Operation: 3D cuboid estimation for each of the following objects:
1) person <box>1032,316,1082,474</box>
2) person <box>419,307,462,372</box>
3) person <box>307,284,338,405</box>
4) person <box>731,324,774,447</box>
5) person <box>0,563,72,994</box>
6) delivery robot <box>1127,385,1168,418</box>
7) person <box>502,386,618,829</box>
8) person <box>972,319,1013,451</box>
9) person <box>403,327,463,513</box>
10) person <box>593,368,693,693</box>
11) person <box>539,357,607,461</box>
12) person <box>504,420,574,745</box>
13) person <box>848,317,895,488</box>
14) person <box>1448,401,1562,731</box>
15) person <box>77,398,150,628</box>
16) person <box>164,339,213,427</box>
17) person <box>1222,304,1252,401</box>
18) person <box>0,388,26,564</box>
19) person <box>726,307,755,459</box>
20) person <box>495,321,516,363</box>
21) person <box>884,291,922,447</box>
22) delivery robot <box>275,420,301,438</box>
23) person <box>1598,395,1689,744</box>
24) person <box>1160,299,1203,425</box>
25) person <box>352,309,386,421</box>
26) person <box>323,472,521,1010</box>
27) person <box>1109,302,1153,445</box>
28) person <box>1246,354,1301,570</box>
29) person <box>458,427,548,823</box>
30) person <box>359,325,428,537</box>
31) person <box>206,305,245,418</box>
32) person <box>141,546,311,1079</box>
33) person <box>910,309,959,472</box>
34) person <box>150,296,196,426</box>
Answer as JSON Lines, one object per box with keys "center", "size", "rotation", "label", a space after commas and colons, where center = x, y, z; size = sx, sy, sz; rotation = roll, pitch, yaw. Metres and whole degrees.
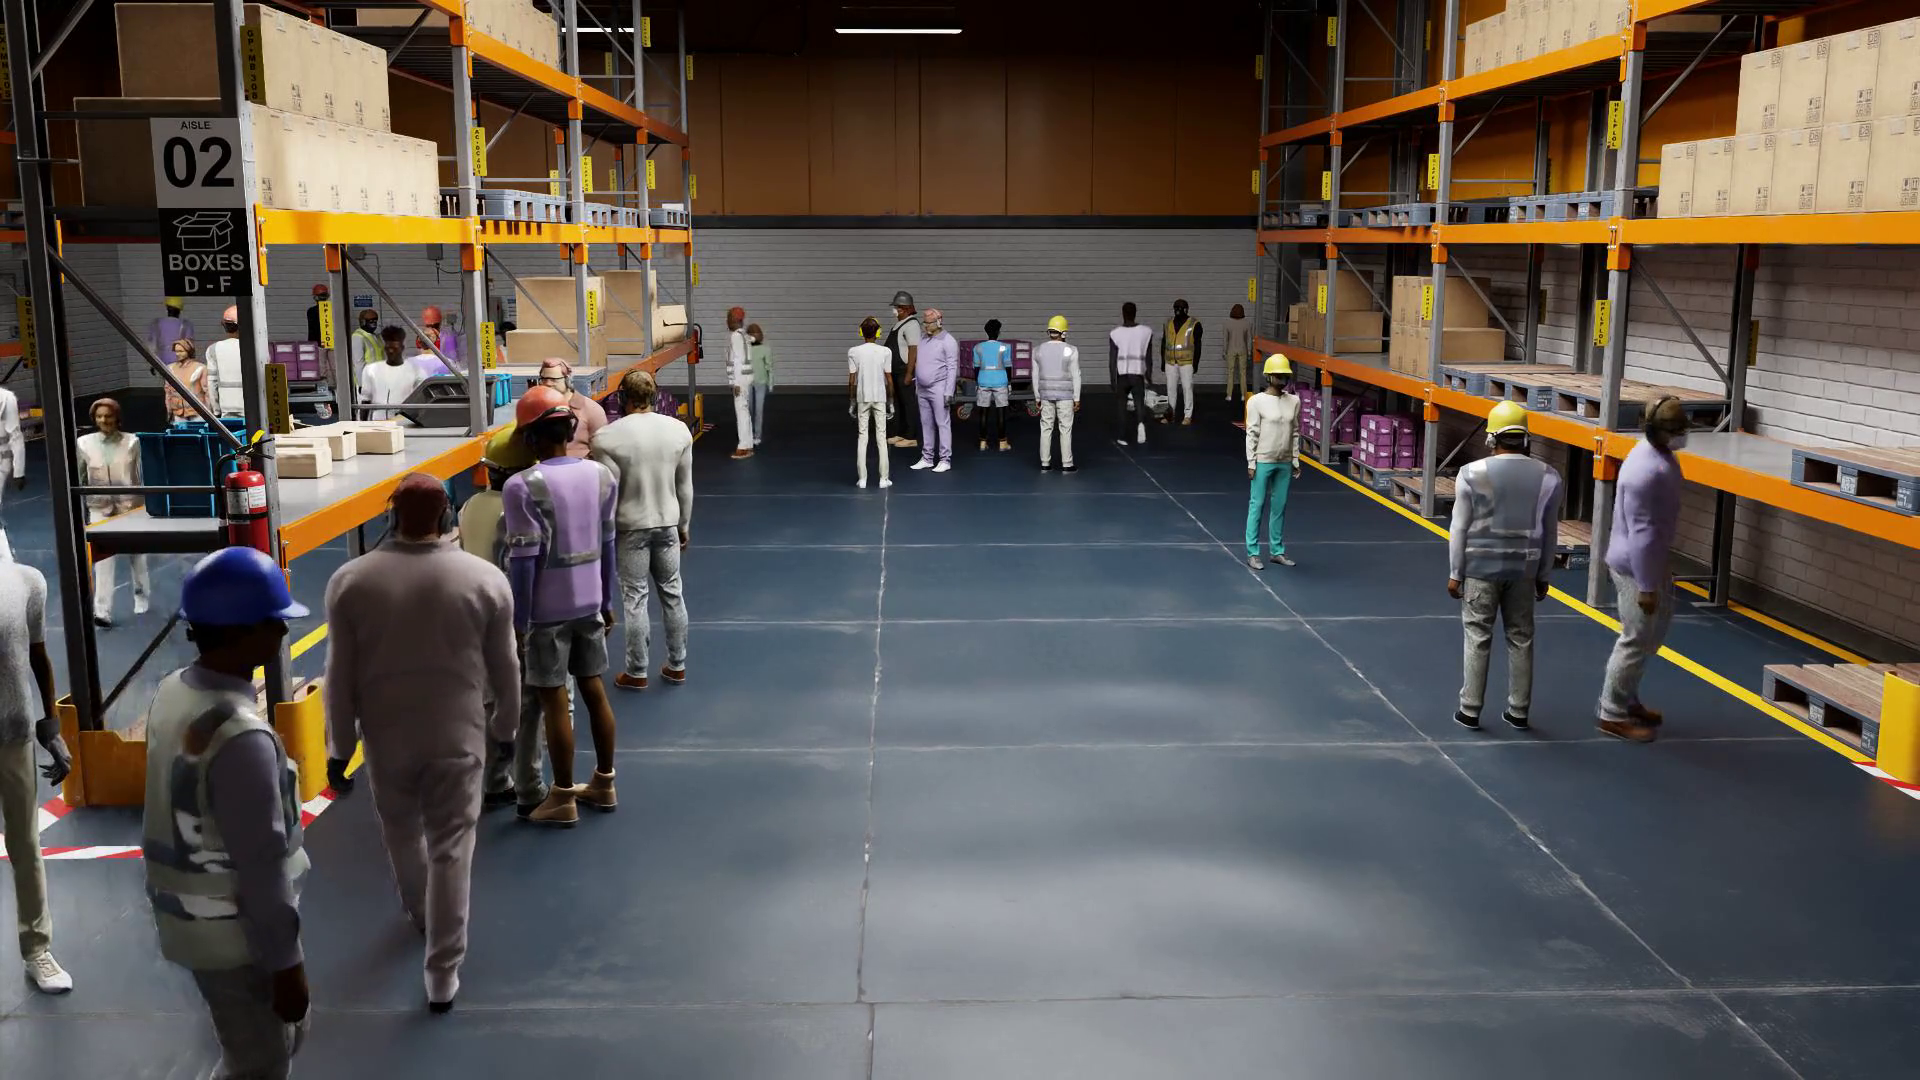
{"center": [1.130, -1.674, 19.252], "size": [0.590, 1.833, 0.404], "rotation": [4, 11, 23], "label": "person"}
{"center": [-6.567, -1.981, 20.857], "size": [0.563, 1.869, 0.981], "rotation": [7, 12, 33], "label": "person"}
{"center": [-10.404, -3.186, 27.226], "size": [0.396, 1.992, 0.623], "rotation": [7, 12, 34], "label": "person"}
{"center": [-2.737, -2.018, 21.830], "size": [0.508, 1.603, 0.730], "rotation": [3, 11, 17], "label": "person"}
{"center": [-3.410, 0.716, 5.820], "size": [0.531, 1.875, 0.316], "rotation": [-9, 14, -41], "label": "person"}
{"center": [2.754, -2.052, 24.658], "size": [0.477, 0.478, 0.707], "rotation": [-8, 13, -37], "label": "delivery robot"}
{"center": [-1.858, 0.307, 7.665], "size": [0.405, 2.030, 0.611], "rotation": [7, 13, 36], "label": "person"}
{"center": [0.425, -1.984, 21.367], "size": [0.531, 1.693, 0.320], "rotation": [3, 11, 18], "label": "person"}
{"center": [-5.210, -1.169, 16.399], "size": [0.573, 1.844, 0.376], "rotation": [0, 10, -2], "label": "person"}
{"center": [-1.887, -0.056, 9.944], "size": [0.627, 1.941, 0.372], "rotation": [-7, 12, -34], "label": "person"}
{"center": [-2.756, -0.314, 11.516], "size": [0.635, 1.899, 0.397], "rotation": [1, 10, 6], "label": "person"}
{"center": [-2.309, 0.226, 8.918], "size": [0.324, 1.743, 0.490], "rotation": [4, 11, 19], "label": "person"}
{"center": [-0.964, -1.497, 18.162], "size": [0.510, 1.872, 0.328], "rotation": [0, 10, 1], "label": "person"}
{"center": [2.966, 0.151, 9.127], "size": [0.586, 1.824, 0.404], "rotation": [-1, 10, -4], "label": "person"}
{"center": [-5.943, -0.199, 11.715], "size": [0.536, 1.589, 0.888], "rotation": [-3, 11, -17], "label": "person"}
{"center": [-8.380, -1.368, 18.094], "size": [0.523, 1.636, 0.310], "rotation": [1, 10, 6], "label": "person"}
{"center": [4.683, -3.164, 28.107], "size": [0.501, 1.633, 0.282], "rotation": [1, 10, 6], "label": "person"}
{"center": [-7.582, -0.526, 12.803], "size": [0.594, 1.856, 0.814], "rotation": [1, 10, 8], "label": "person"}
{"center": [-2.750, -1.958, 20.773], "size": [0.346, 1.865, 0.708], "rotation": [1, 10, 5], "label": "person"}
{"center": [-5.636, -1.886, 20.813], "size": [0.539, 1.695, 0.317], "rotation": [0, 10, -1], "label": "person"}
{"center": [-0.772, -2.243, 21.843], "size": [0.536, 2.000, 0.677], "rotation": [-3, 11, -15], "label": "person"}
{"center": [-7.929, -1.197, 19.891], "size": [0.707, 0.478, 0.477], "rotation": [-3, 11, -17], "label": "delivery robot"}
{"center": [3.647, 0.163, 8.846], "size": [0.420, 1.897, 0.690], "rotation": [6, 12, 32], "label": "person"}
{"center": [3.229, -2.613, 24.462], "size": [0.632, 1.843, 0.429], "rotation": [6, 12, 31], "label": "person"}
{"center": [-7.405, -1.974, 20.907], "size": [0.430, 1.841, 0.624], "rotation": [1, 10, 3], "label": "person"}
{"center": [-1.942, 0.680, 6.086], "size": [0.663, 1.846, 1.015], "rotation": [-2, 10, -12], "label": "person"}
{"center": [2.253, -2.159, 21.837], "size": [0.603, 1.874, 0.656], "rotation": [-1, 10, -4], "label": "person"}
{"center": [2.581, -0.643, 13.688], "size": [0.525, 1.772, 0.309], "rotation": [-5, 11, -26], "label": "person"}
{"center": [-2.070, 0.390, 7.752], "size": [0.595, 1.831, 0.403], "rotation": [9, 14, 42], "label": "person"}
{"center": [-5.248, -1.036, 15.468], "size": [0.616, 1.928, 0.965], "rotation": [1, 10, 3], "label": "person"}
{"center": [-7.262, -1.344, 16.825], "size": [0.613, 2.041, 0.393], "rotation": [1, 10, 8], "label": "person"}
{"center": [-1.827, 0.970, 4.241], "size": [0.428, 1.930, 0.636], "rotation": [-8, 13, -37], "label": "person"}
{"center": [-0.316, -1.747, 19.462], "size": [0.410, 1.905, 0.641], "rotation": [-10, 14, -43], "label": "person"}
{"center": [-11.569, -2.636, 24.501], "size": [0.614, 1.868, 0.953], "rotation": [-2, 10, -14], "label": "person"}
